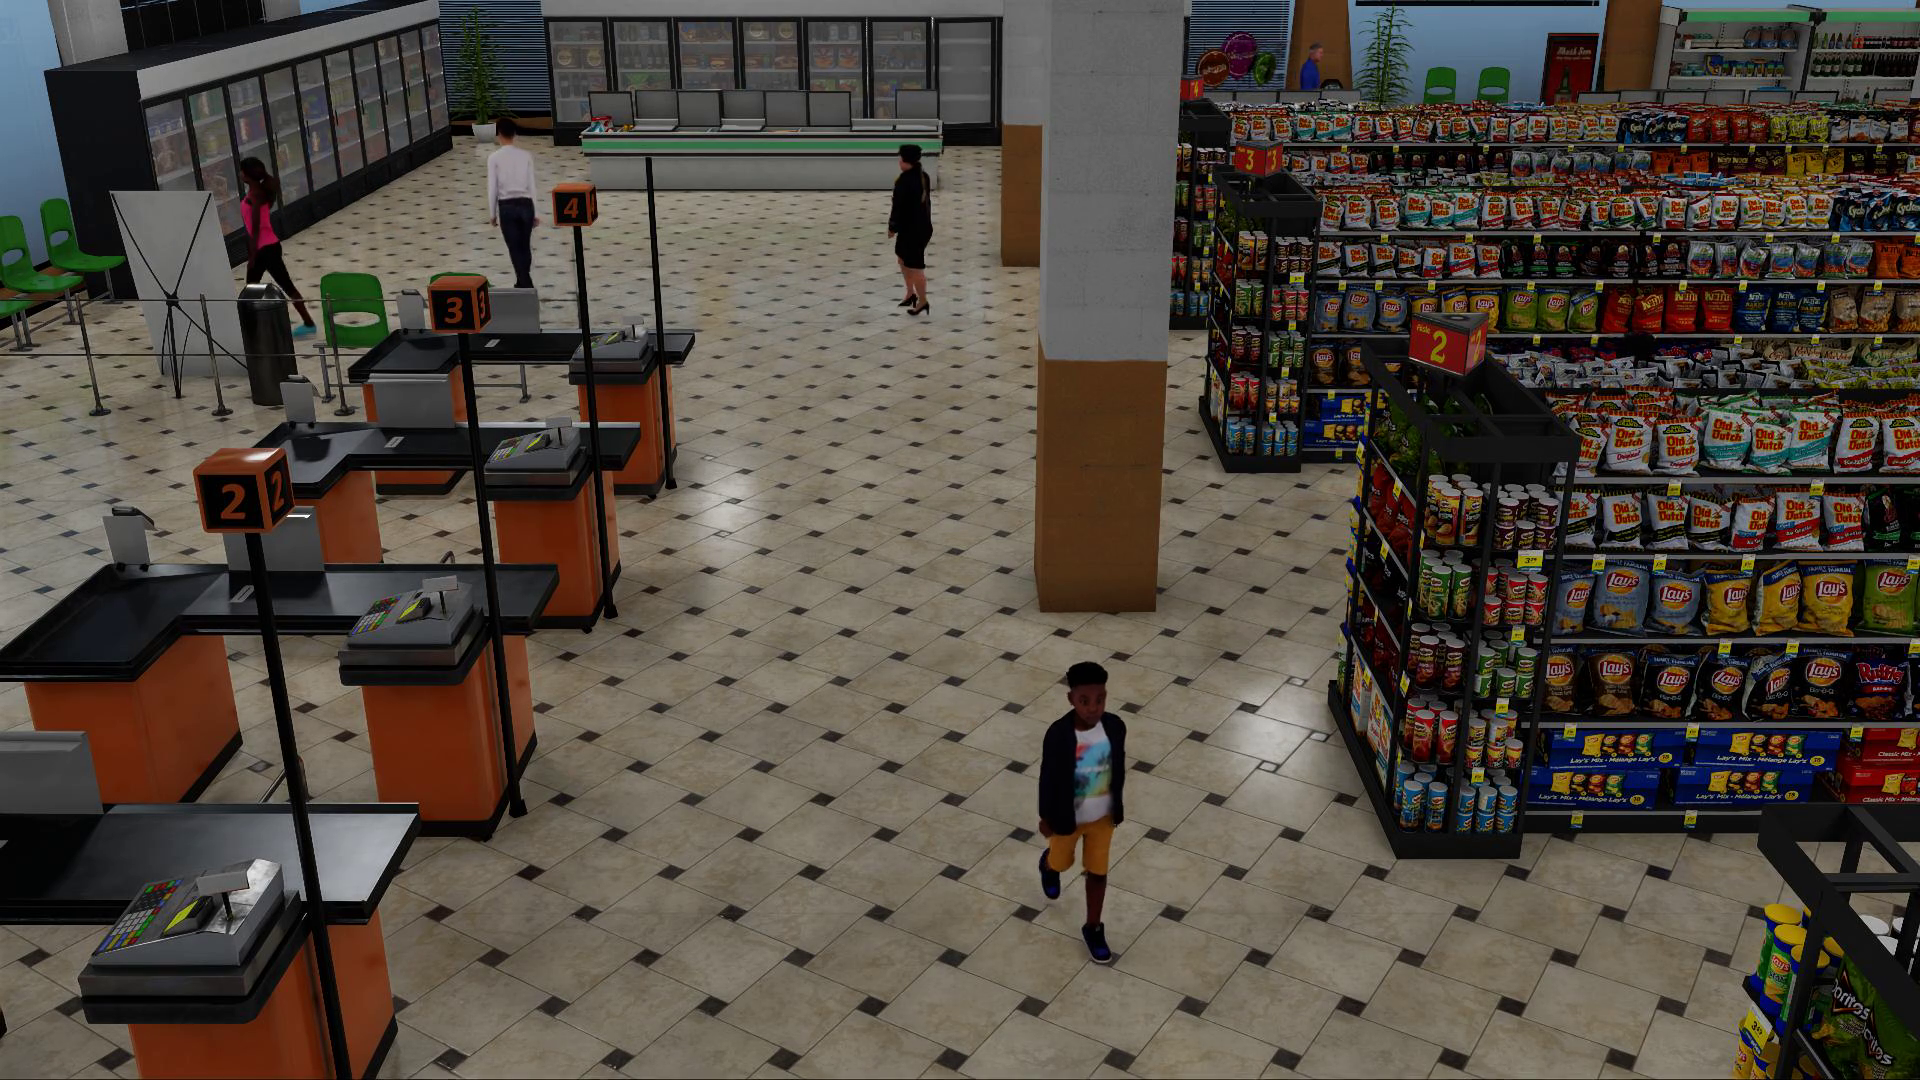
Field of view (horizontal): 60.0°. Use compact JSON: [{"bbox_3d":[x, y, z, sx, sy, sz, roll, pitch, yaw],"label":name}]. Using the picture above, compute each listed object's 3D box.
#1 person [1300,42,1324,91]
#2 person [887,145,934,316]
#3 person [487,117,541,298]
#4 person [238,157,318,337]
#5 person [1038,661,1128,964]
[{"bbox_3d":[5.033,-6.426,24.611,0.833,1.804,0.852,4,22,10],"label":"person"},{"bbox_3d":[-0.396,-3.012,16.312,0.808,1.658,0.802,8,23,20],"label":"person"},{"bbox_3d":[-4.438,-3.272,16.713,1.246,1.842,1.095,-12,25,-28],"label":"person"},{"bbox_3d":[-6.339,-2.664,15.431,1.158,1.669,0.807,-7,23,-17],"label":"person"},{"bbox_3d":[0.479,1.047,6.747,0.785,1.258,0.701,-6,23,-15],"label":"person"}]
